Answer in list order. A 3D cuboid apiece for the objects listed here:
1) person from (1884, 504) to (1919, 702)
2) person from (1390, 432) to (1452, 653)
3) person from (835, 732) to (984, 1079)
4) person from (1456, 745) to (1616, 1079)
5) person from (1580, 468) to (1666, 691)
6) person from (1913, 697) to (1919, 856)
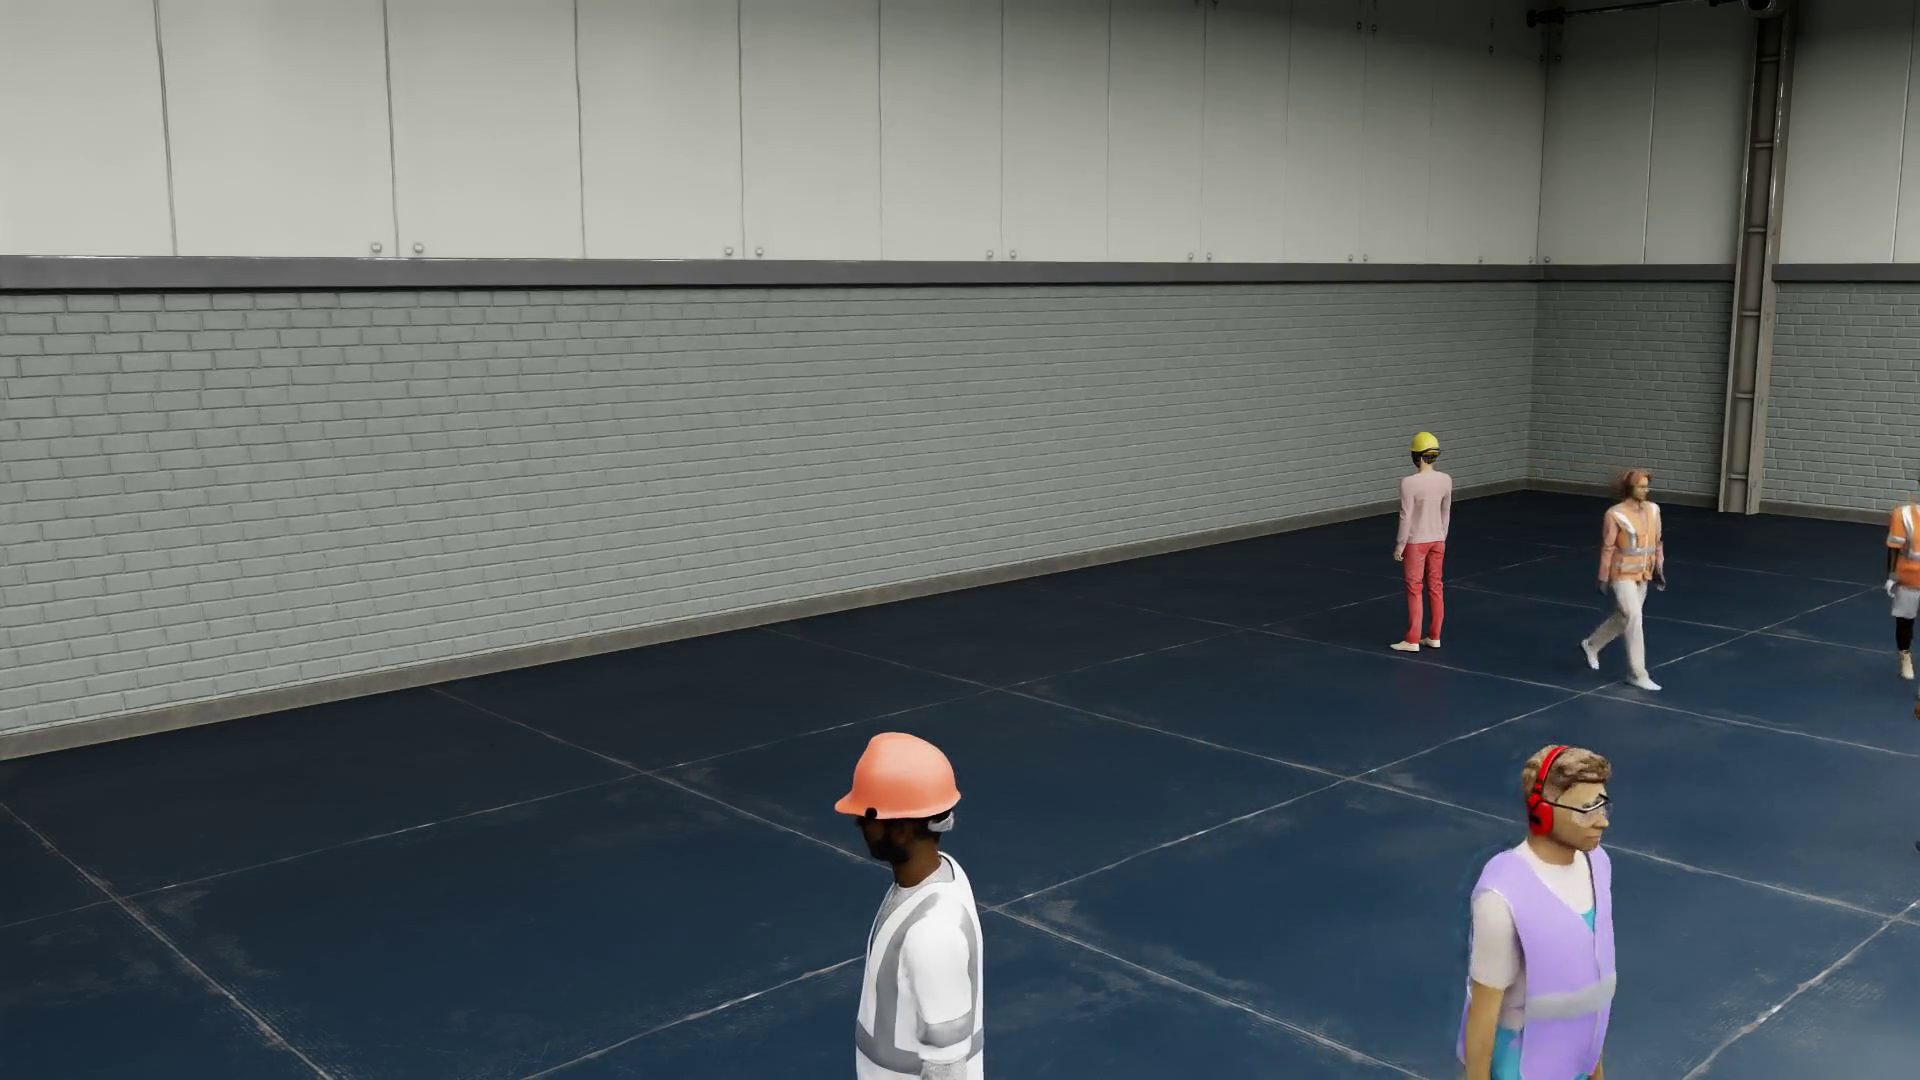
[{"bbox_3d":[6.960,0.278,12.001,0.530,1.668,0.803,5,10,29],"label":"person"},{"bbox_3d":[3.684,0.021,13.291,0.528,1.768,0.313,-5,10,-29],"label":"person"},{"bbox_3d":[-0.121,1.416,4.103,0.351,1.935,0.552,-1,9,-6],"label":"person"},{"bbox_3d":[1.518,1.412,4.515,0.574,1.819,0.869,-9,13,-43],"label":"person"},{"bbox_3d":[4.920,0.254,12.320,0.512,1.612,0.786,-5,11,-29],"label":"person"},{"bbox_3d":[5.180,0.764,8.483,0.600,1.827,0.404,0,9,1],"label":"person"}]
